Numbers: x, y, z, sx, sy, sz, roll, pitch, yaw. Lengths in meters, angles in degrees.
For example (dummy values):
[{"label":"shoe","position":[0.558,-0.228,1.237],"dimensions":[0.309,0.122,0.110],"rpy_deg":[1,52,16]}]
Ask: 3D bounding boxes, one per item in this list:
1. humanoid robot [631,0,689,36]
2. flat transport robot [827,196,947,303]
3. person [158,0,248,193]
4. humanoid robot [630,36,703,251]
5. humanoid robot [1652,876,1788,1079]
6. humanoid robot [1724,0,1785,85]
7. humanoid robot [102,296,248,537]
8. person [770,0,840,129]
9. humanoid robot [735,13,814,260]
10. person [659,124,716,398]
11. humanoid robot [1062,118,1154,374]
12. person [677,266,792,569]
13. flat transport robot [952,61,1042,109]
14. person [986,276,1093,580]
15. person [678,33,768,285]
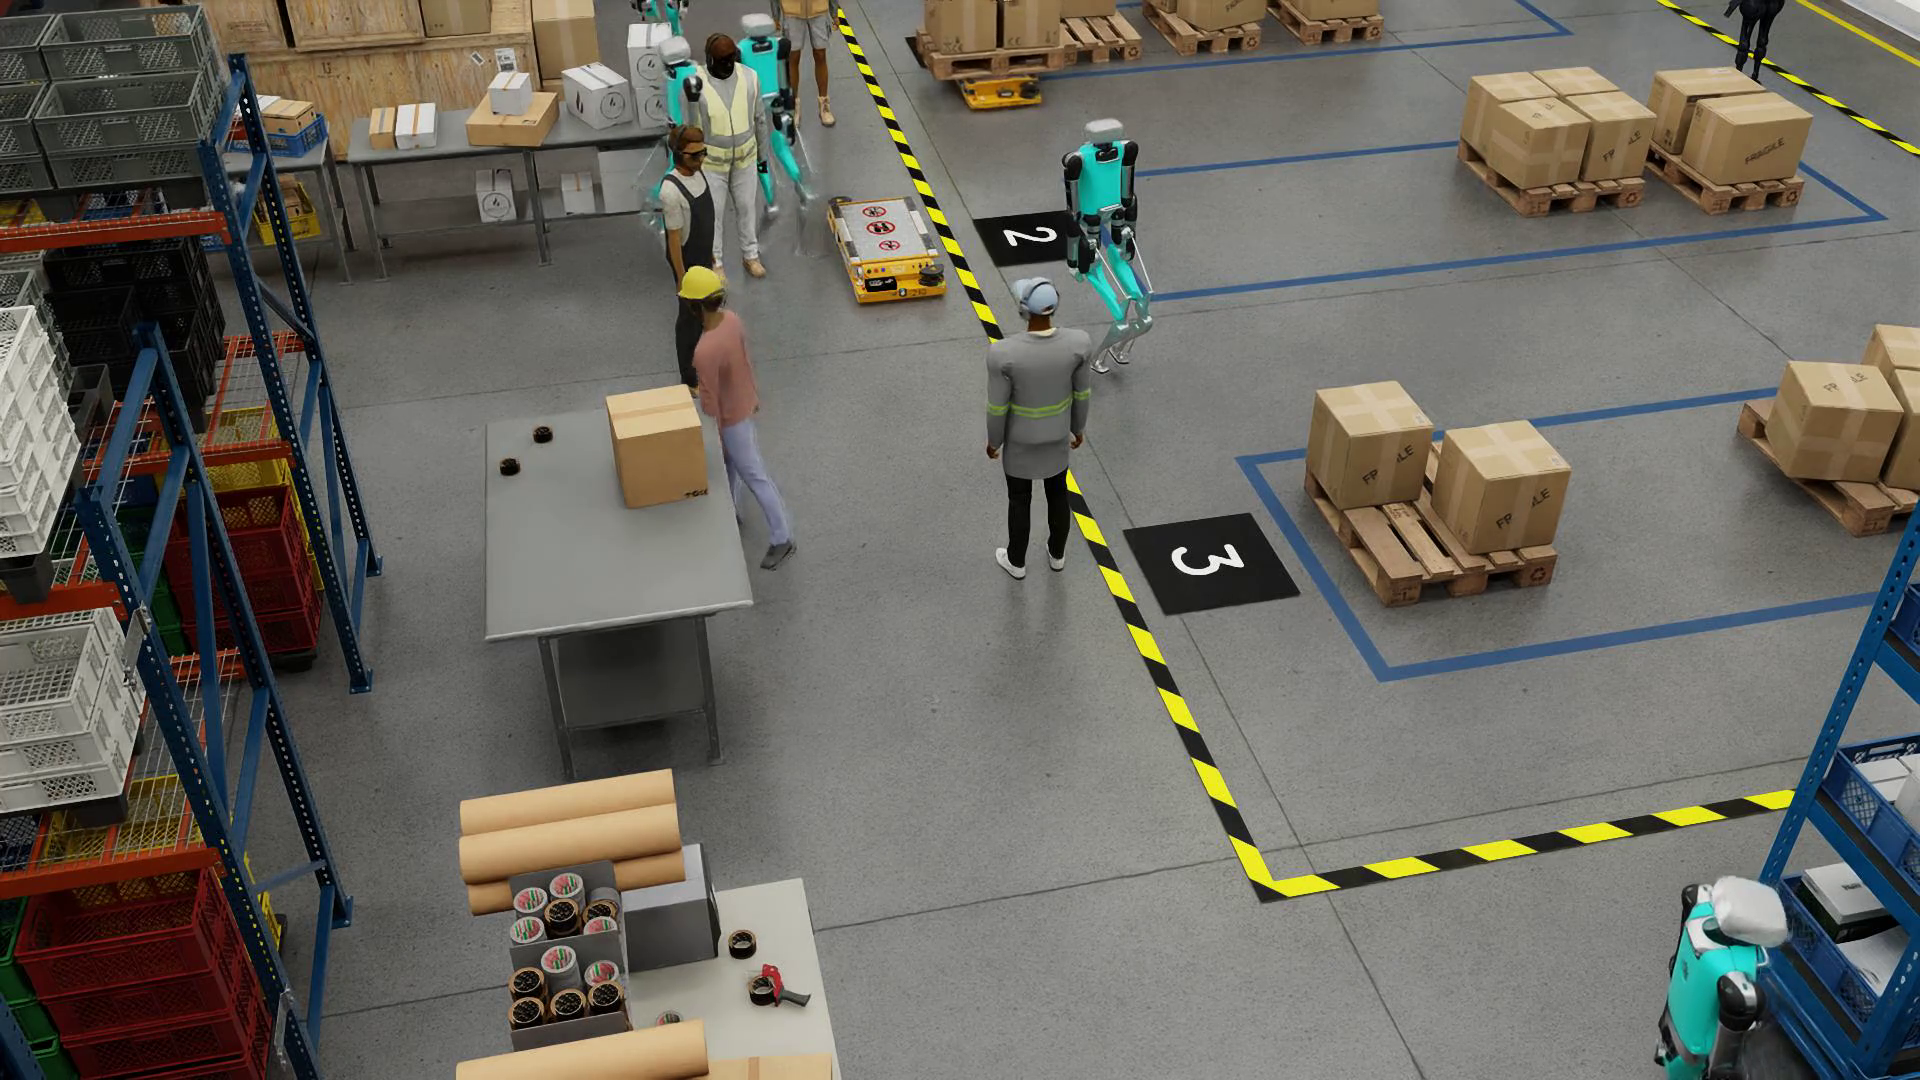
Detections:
[{"label":"humanoid robot","position":[-2.683,-4.961,15.002],"dimensions":[0.551,1.765,0.946],"rpy_deg":[-1,37,-1]},{"label":"flat transport robot","position":[-0.570,-2.220,12.538],"dimensions":[0.659,0.231,1.431],"rpy_deg":[-8,37,-10]},{"label":"person","position":[-6.042,-3.528,12.974],"dimensions":[0.755,1.844,0.533],"rpy_deg":[-7,37,-9]},{"label":"humanoid robot","position":[-2.116,-2.645,11.945],"dimensions":[0.656,1.884,0.548],"rpy_deg":[-16,39,-20]},{"label":"humanoid robot","position":[2.730,1.921,5.840],"dimensions":[0.714,1.908,0.547],"rpy_deg":[3,37,3]},{"label":"humanoid robot","position":[7.197,-4.894,14.937],"dimensions":[0.599,1.659,0.315],"rpy_deg":[-15,39,-19]},{"label":"humanoid robot","position":[-4.532,-0.739,9.398],"dimensions":[0.755,1.624,0.610],"rpy_deg":[-13,38,-16]},{"label":"person","position":[-1.312,-4.514,14.133],"dimensions":[0.606,2.048,0.366],"rpy_deg":[-6,37,-8]},{"label":"humanoid robot","position":[-1.315,-2.904,12.250],"dimensions":[0.555,1.787,0.802],"rpy_deg":[-24,43,-29]},{"label":"person","position":[-1.697,-1.773,10.617],"dimensions":[0.326,1.841,0.513],"rpy_deg":[8,37,11]},{"label":"humanoid robot","position":[1.009,-1.815,10.655],"dimensions":[0.533,1.672,0.735],"rpy_deg":[-19,41,-23]},{"label":"person","position":[-1.258,-0.690,9.268],"dimensions":[0.642,1.719,0.592],"rpy_deg":[5,37,7]},{"label":"flat transport robot","position":[0.263,-4.364,15.395],"dimensions":[0.652,0.197,1.431],"rpy_deg":[-8,37,-10]},{"label":"person","position":[0.413,-0.600,9.033],"dimensions":[0.588,1.852,0.369],"rpy_deg":[-10,38,-13]},{"label":"person","position":[-1.664,-2.728,11.914],"dimensions":[0.629,1.835,0.429],"rpy_deg":[-15,39,-20]}]
